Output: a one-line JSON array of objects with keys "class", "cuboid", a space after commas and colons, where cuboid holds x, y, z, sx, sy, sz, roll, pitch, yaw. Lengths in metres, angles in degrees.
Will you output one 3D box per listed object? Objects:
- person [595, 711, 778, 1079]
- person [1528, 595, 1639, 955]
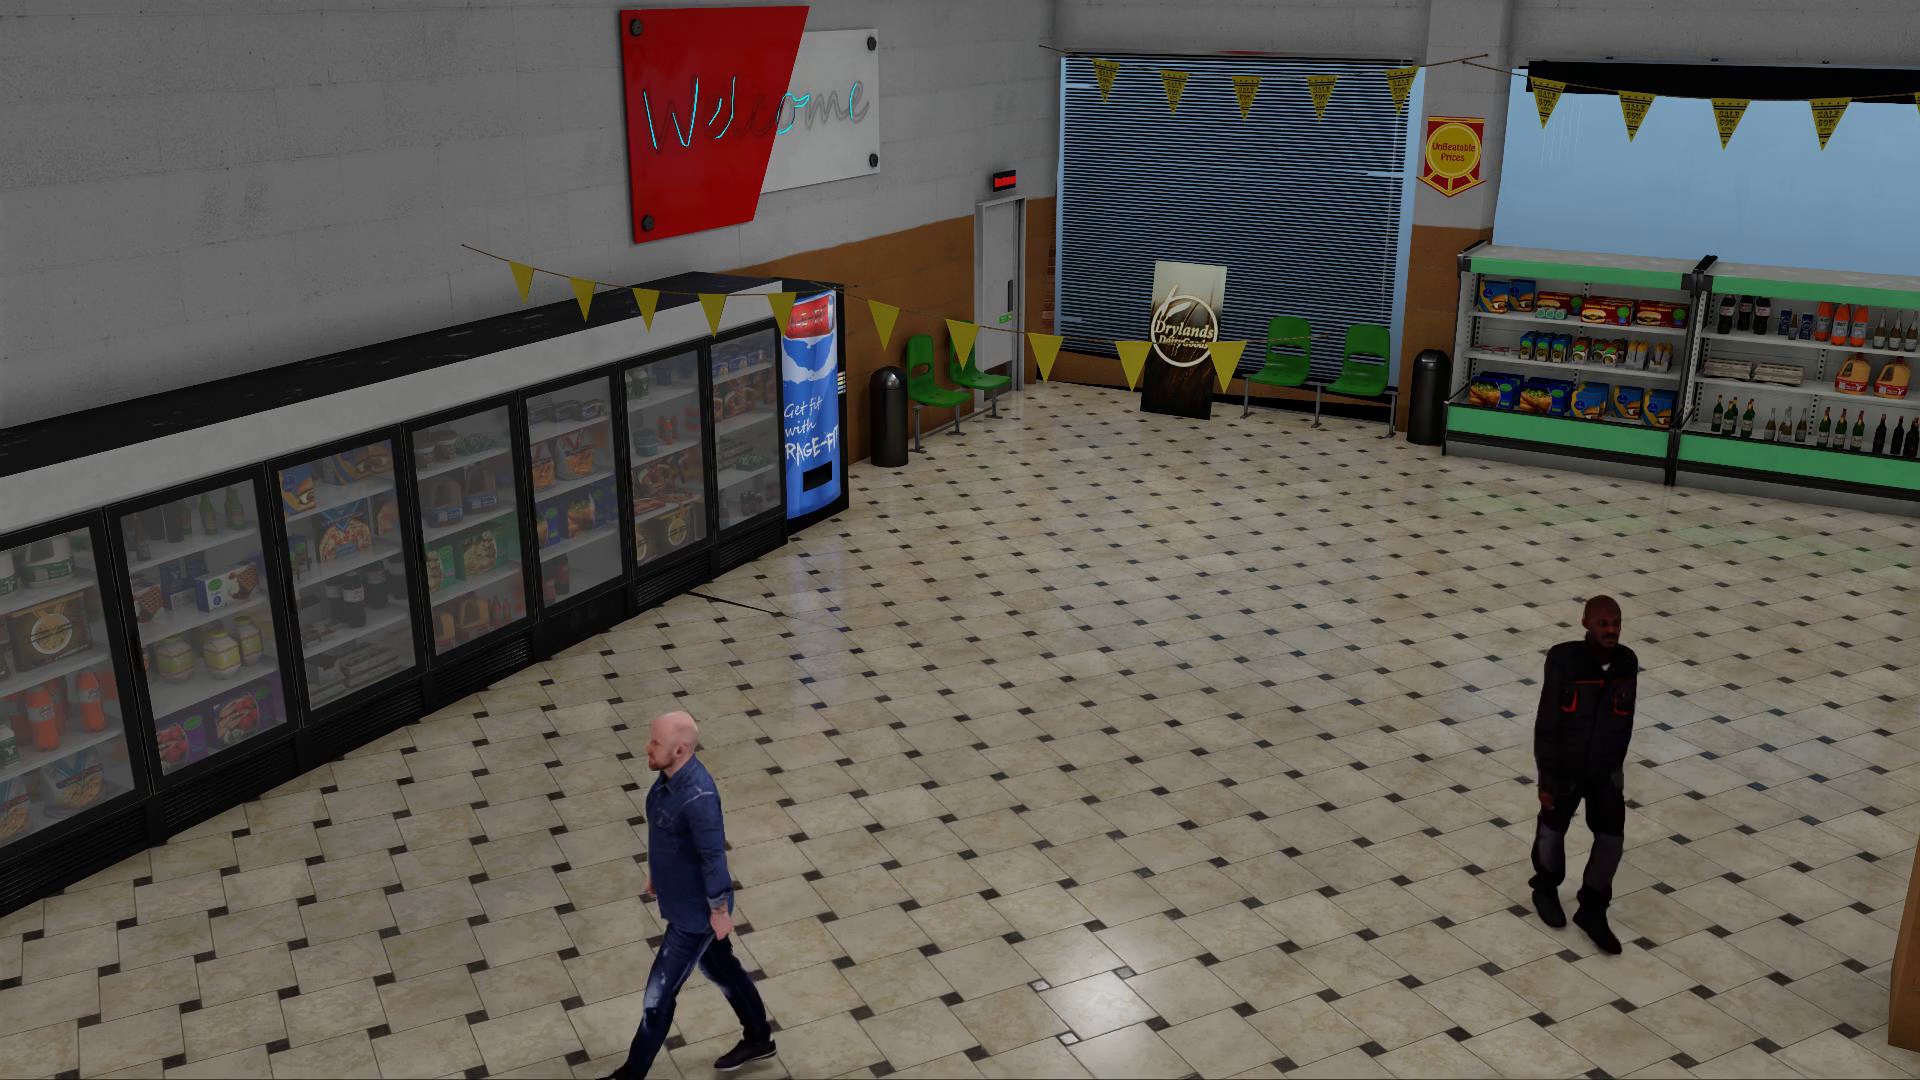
[{"class": "person", "cuboid": [-1.076, 1.572, 7.128, 1.236, 1.780, 1.234, -7, 20, -21]}, {"class": "person", "cuboid": [3.114, 1.105, 8.471, 0.936, 1.808, 0.975, 0, 19, 0]}]
